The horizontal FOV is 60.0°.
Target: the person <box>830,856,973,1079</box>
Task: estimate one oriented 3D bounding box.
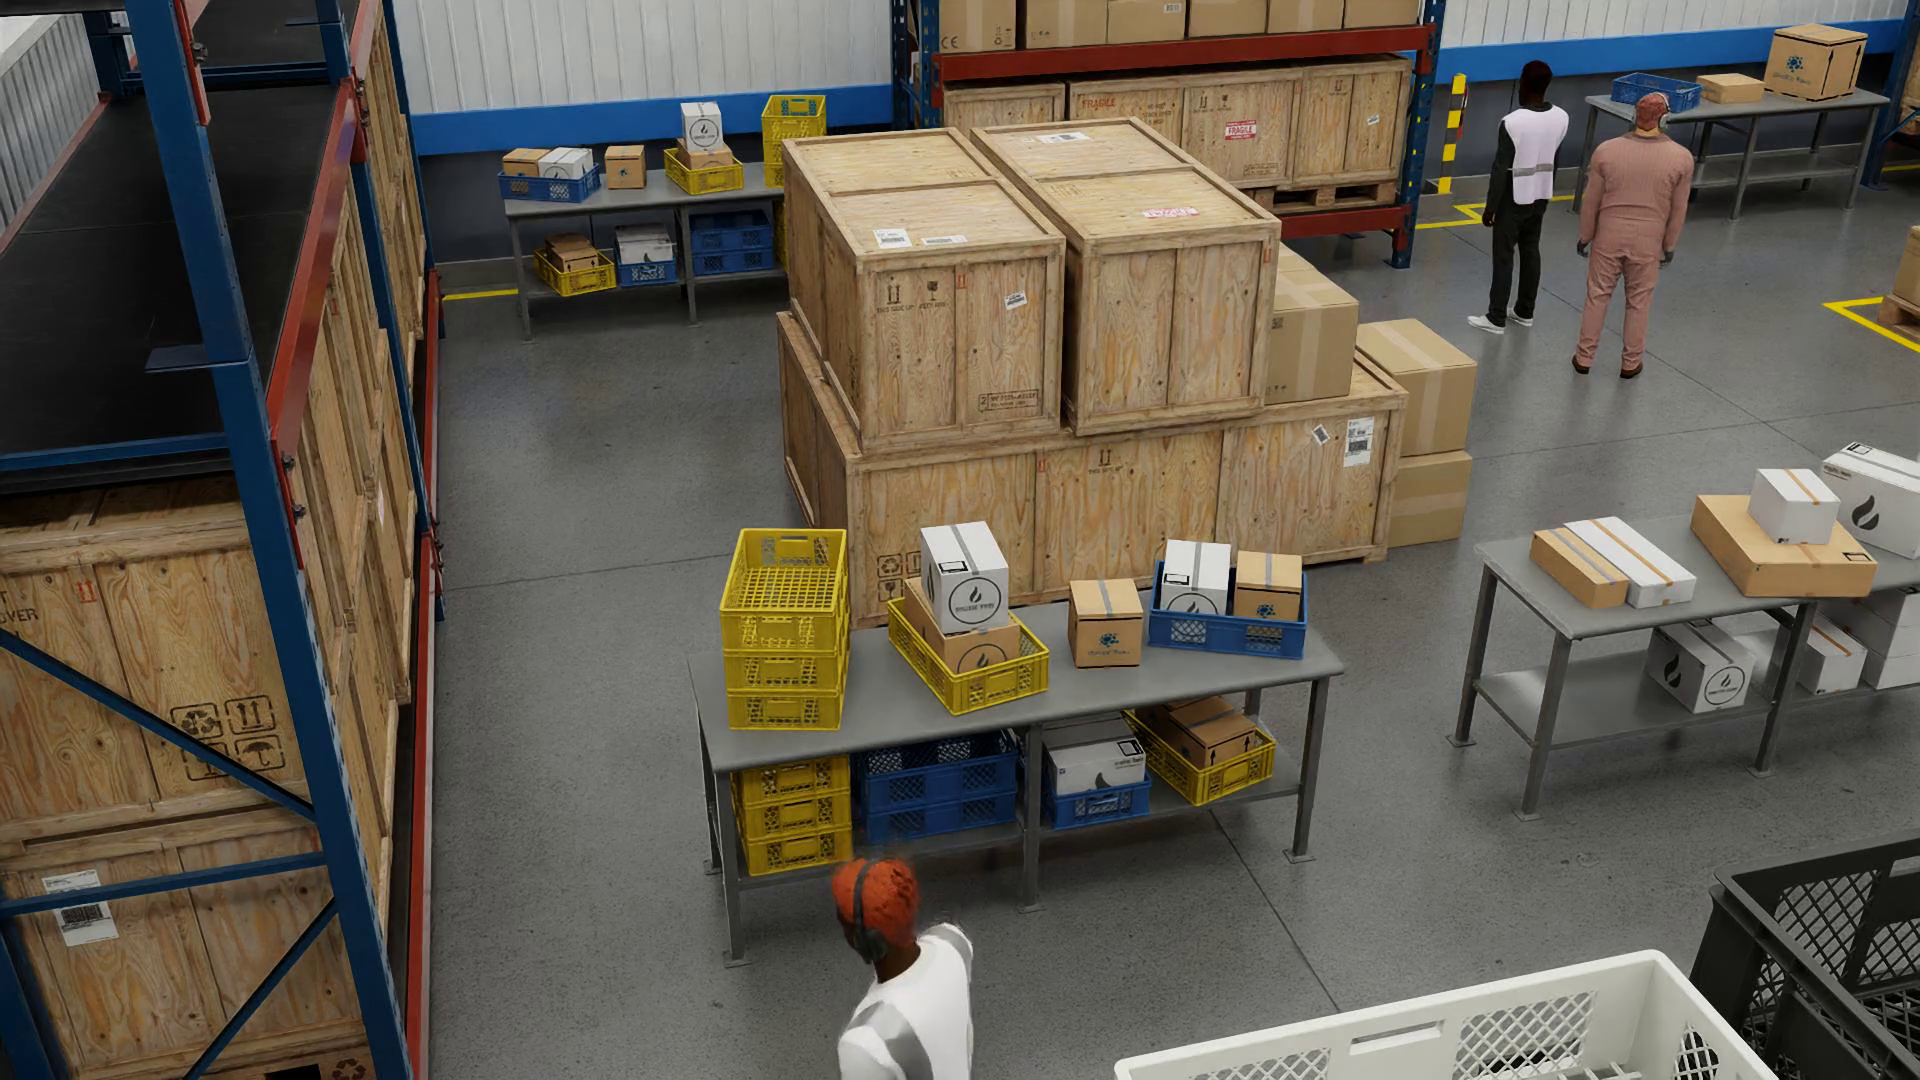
[{"bbox_3d":[-0.110,1.677,4.408,0.545,1.867,0.804,11,31,19],"label":"person"}]

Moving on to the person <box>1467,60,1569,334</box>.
[{"bbox_3d":[3.986,-2.417,11.795,0.584,1.910,0.387,-15,32,-25],"label":"person"}]

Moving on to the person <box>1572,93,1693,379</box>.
[{"bbox_3d":[4.444,-2.012,11.065,0.643,1.902,0.400,12,31,20],"label":"person"}]
